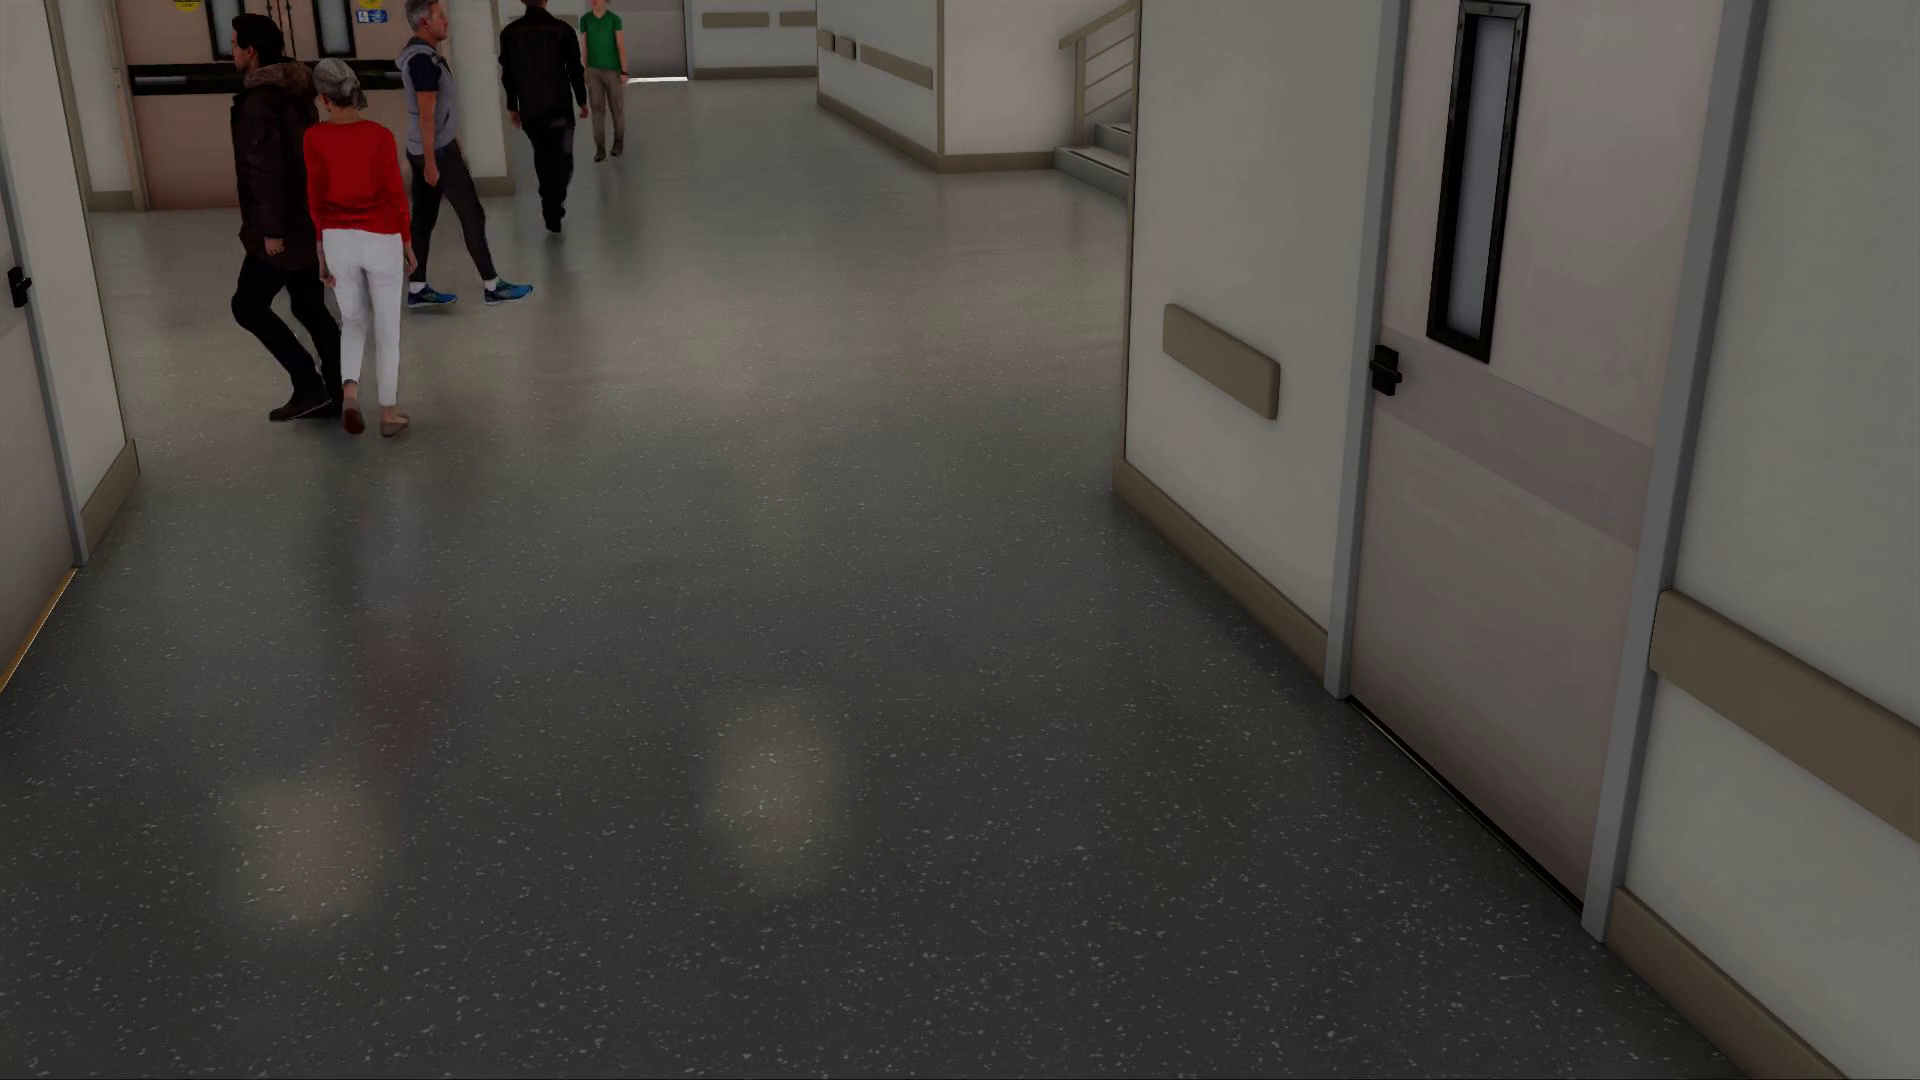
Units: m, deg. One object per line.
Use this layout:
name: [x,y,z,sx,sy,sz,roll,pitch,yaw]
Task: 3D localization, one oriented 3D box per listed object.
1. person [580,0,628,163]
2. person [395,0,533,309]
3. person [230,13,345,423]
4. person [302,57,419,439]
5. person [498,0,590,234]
person: [-3.341,-4.413,15.750,1.105,1.614,0.851,0,21,0]
person: [-3.169,-2.225,9.707,0.970,1.802,0.767,-7,22,-19]
person: [-2.958,-1.415,7.523,0.795,1.834,0.834,-1,21,-3]
person: [-2.601,-1.210,7.207,0.781,1.676,0.706,-1,21,-3]
person: [-3.035,-3.175,12.174,1.181,1.831,1.068,2,21,5]
